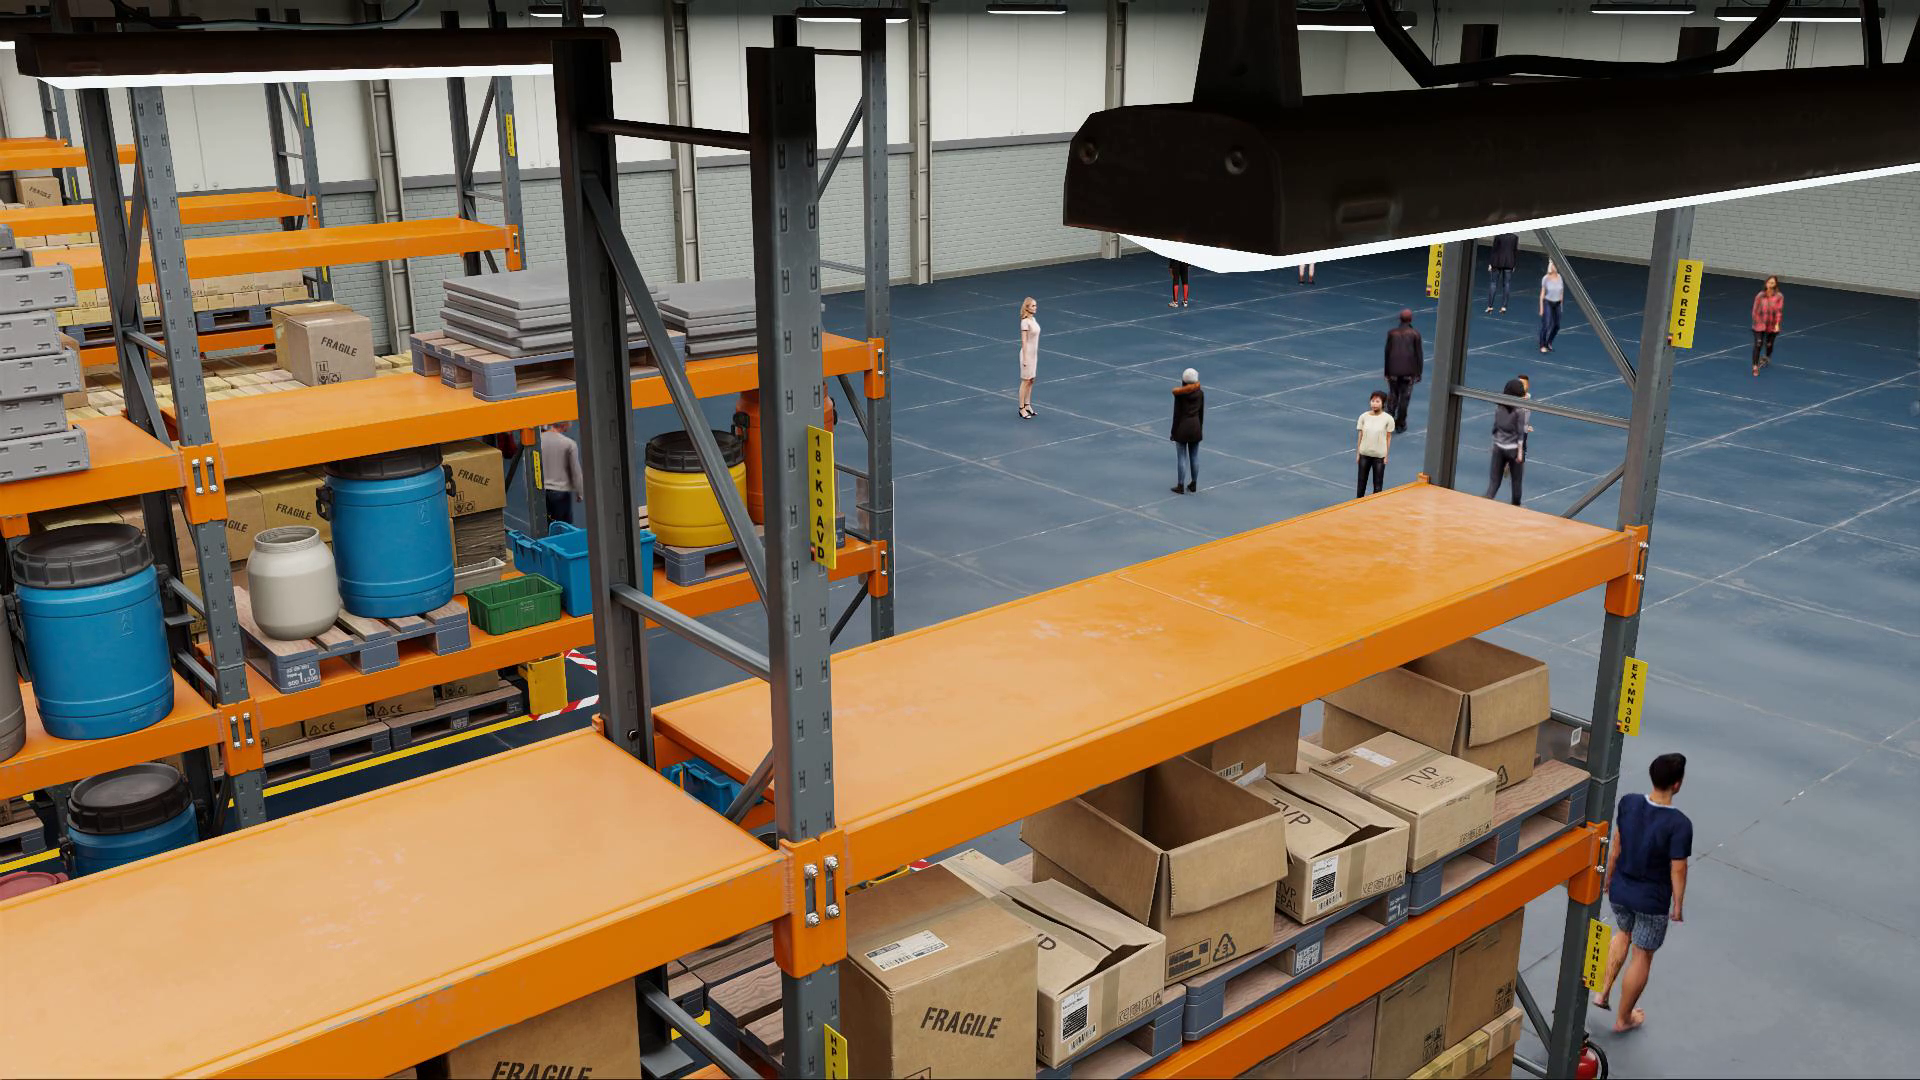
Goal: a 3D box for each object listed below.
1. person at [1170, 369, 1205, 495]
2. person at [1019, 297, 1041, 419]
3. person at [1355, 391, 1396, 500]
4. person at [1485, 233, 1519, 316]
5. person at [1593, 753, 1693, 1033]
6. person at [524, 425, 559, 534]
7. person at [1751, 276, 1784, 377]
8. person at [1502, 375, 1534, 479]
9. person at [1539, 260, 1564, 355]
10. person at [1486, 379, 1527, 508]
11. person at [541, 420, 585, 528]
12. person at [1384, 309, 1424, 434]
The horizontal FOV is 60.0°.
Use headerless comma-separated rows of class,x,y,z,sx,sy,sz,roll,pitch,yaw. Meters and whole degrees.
person,2.926,-1.408,21.359,0.650,1.633,0.764,-7,19,-21
person,1.038,-2.774,25.238,0.704,1.830,0.561,9,20,26
person,5.043,-1.043,20.313,0.653,1.587,0.612,9,20,26
person,9.869,-5.020,30.368,0.819,1.781,0.787,2,18,5
person,4.069,2.168,10.059,0.676,1.832,0.658,-13,22,-35
person,-4.669,-0.575,18.690,0.735,1.703,0.665,3,18,8
person,13.612,-3.623,28.088,0.853,1.679,1.055,10,21,28
person,7.389,-1.543,22.061,0.643,1.456,0.654,7,19,19
person,10.540,-4.189,29.780,0.676,1.707,0.762,-2,18,-6
person,6.561,-1.048,20.102,0.990,1.727,0.628,-16,24,-39
person,-4.460,-0.493,18.170,0.932,1.869,0.967,-1,18,-3
person,6.430,-2.448,24.267,0.793,1.811,0.785,11,21,30
